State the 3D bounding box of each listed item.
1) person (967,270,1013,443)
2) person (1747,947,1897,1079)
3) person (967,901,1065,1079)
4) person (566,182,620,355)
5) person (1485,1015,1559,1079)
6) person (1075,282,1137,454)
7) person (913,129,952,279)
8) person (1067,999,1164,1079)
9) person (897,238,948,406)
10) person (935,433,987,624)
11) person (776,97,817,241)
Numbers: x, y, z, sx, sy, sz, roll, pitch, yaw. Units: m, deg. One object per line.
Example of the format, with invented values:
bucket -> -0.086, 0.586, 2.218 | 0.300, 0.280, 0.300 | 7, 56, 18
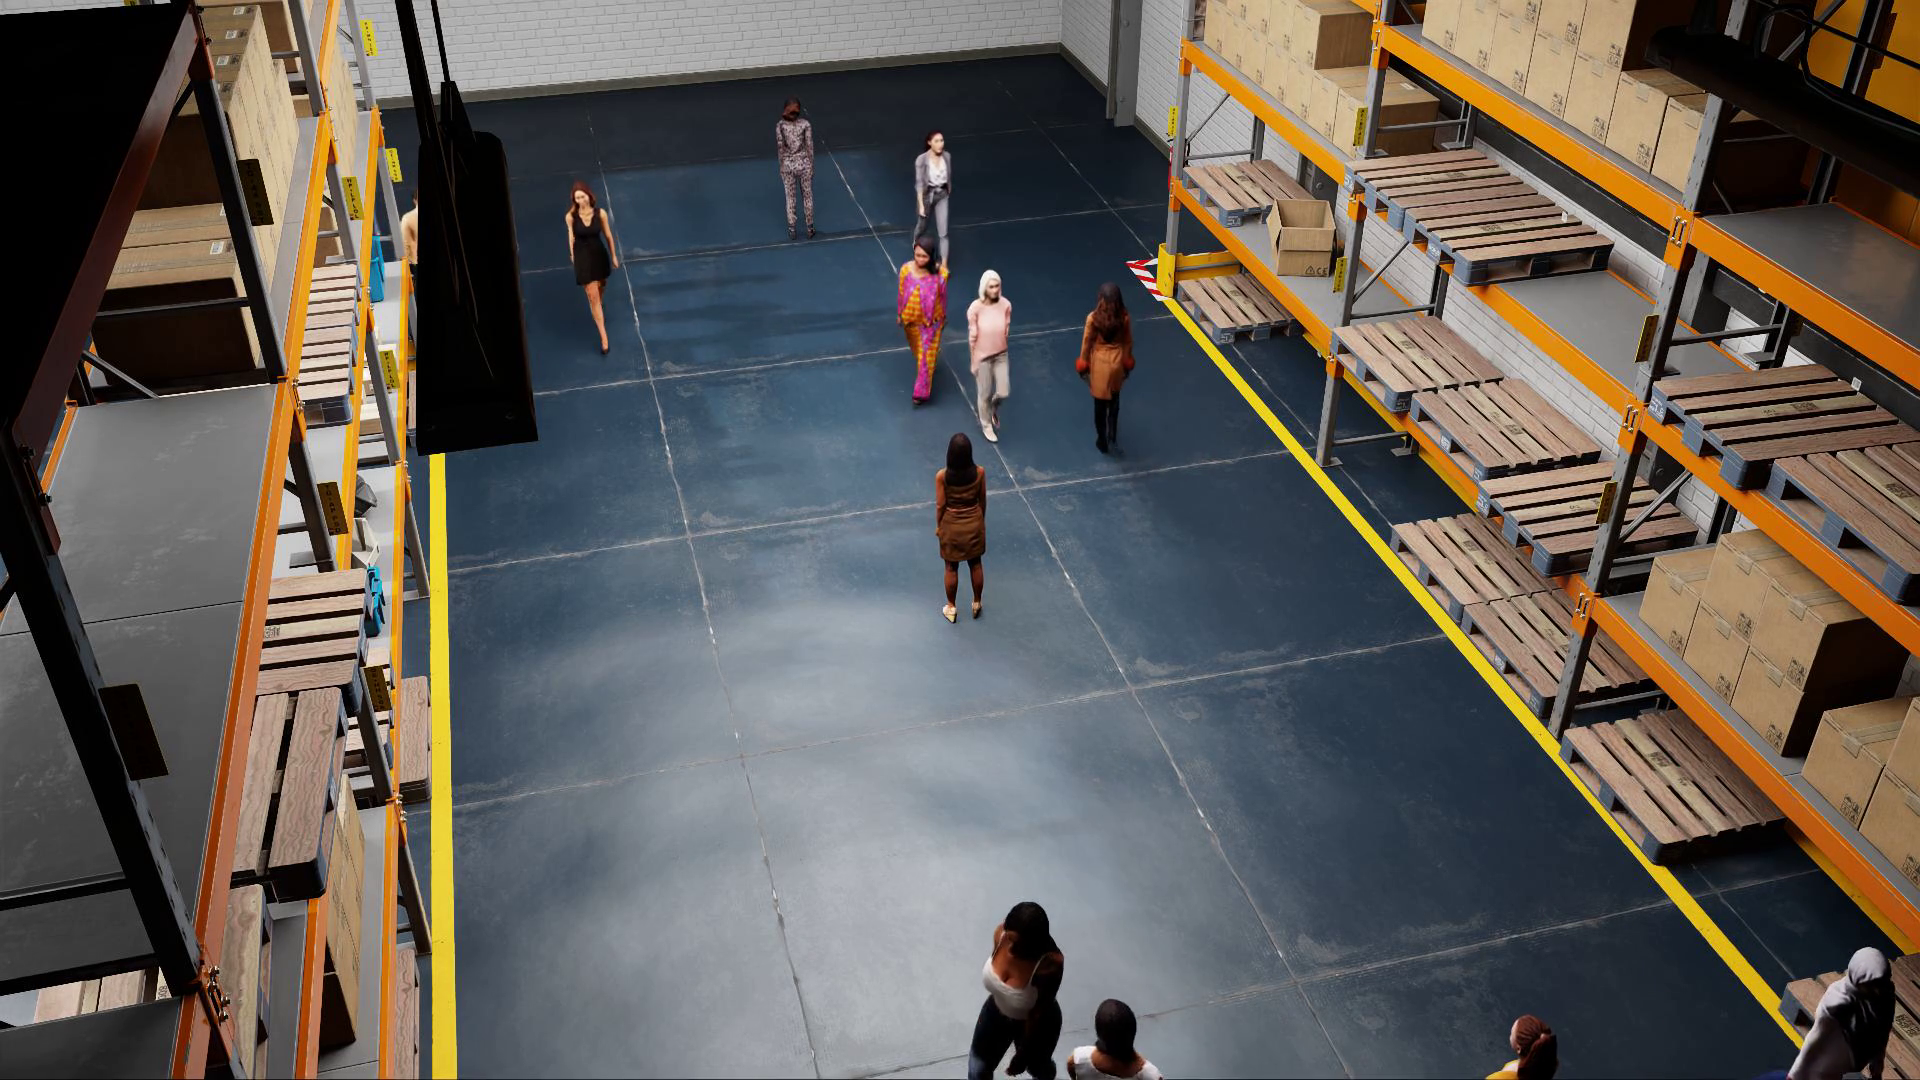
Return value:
person -> 0.242, -1.747, 15.525 | 0.625, 1.714, 0.660 | -12, 36, -18
person -> 4.533, 2.705, 8.804 | 0.773, 1.739, 1.197 | -16, 37, -22
person -> 0.408, 2.547, 9.003 | 0.950, 1.782, 0.927 | -28, 43, -36
person -> -3.793, -2.880, 17.168 | 0.689, 1.782, 1.222 | -13, 36, -19
person -> 2.736, 3.016, 8.328 | 0.637, 1.748, 0.634 | -20, 39, -28
person -> 1.362, -1.523, 15.188 | 0.730, 1.713, 0.684 | -5, 34, -7
person -> -0.344, -3.813, 18.696 | 0.694, 1.645, 1.106 | -13, 36, -18
person -> 0.738, 3.036, 8.381 | 0.965, 1.656, 1.081 | 11, 35, 16
person -> -0.343, -2.219, 16.296 | 1.030, 1.647, 1.260 | 9, 35, 13
person -> 0.012, -0.094, 13.060 | 0.559, 1.690, 0.495 | -8, 34, -12
person -> -1.911, -4.353, 19.446 | 0.627, 1.713, 0.635 | -1, 34, -1
